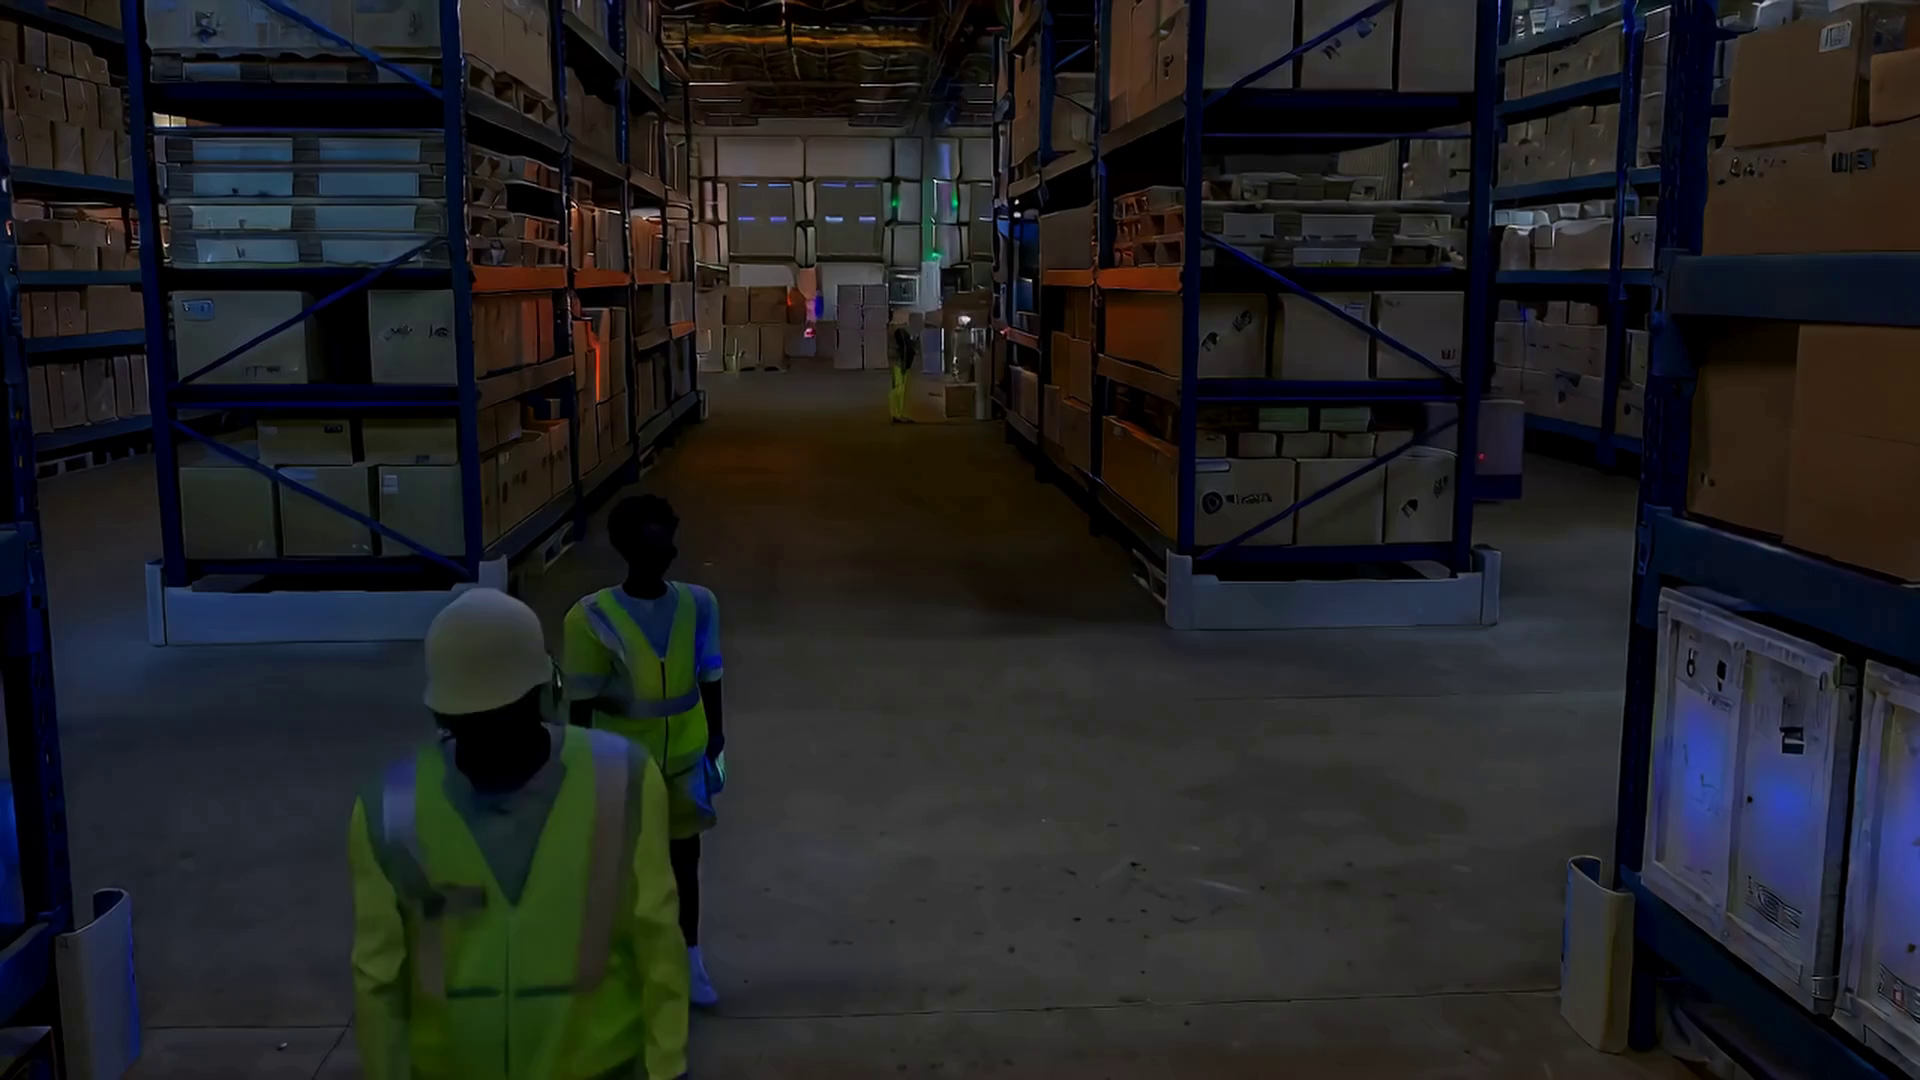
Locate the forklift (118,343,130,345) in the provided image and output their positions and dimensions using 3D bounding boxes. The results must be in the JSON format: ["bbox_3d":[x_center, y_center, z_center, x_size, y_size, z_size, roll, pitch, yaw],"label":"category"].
[{"bbox_3d":[-15.637,-3.886,30.229,1.129,2.768,1.873,-1,9,-4],"label":"forklift"}]

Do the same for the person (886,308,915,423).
[{"bbox_3d":[-0.946,-2.784,26.565,0.429,1.843,0.630,-3,10,-18],"label":"person"}]

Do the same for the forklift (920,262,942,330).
[{"bbox_3d":[-1.021,-8.317,58.054,1.873,2.768,1.129,5,10,27],"label":"forklift"}]

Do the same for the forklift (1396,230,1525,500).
[{"bbox_3d":[5.197,-1.891,17.702,1.129,2.768,1.873,-1,9,-4],"label":"forklift"}]

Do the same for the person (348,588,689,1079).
[{"bbox_3d":[-0.804,0.969,3.083,0.608,1.813,0.411,-2,9,-13],"label":"person"}]

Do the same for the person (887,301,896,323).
[{"bbox_3d":[-1.898,-5.858,46.494,0.307,1.641,0.514,1,9,7],"label":"person"}]

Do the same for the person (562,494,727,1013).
[{"bbox_3d":[-0.980,0.692,5.220,0.536,1.691,0.319,-6,11,-34],"label":"person"}]

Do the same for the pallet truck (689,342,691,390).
[{"bbox_3d":[-5.225,-3.008,27.480,1.885,1.965,0.823,2,9,14],"label":"pallet truck"}]

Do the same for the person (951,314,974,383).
[{"bbox_3d":[0.067,-3.567,32.196,0.362,1.611,0.545,8,12,41],"label":"person"}]

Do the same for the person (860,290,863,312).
[{"bbox_3d":[-3.233,-7.495,56.017,0.987,1.885,0.563,5,10,29],"label":"person"}]
